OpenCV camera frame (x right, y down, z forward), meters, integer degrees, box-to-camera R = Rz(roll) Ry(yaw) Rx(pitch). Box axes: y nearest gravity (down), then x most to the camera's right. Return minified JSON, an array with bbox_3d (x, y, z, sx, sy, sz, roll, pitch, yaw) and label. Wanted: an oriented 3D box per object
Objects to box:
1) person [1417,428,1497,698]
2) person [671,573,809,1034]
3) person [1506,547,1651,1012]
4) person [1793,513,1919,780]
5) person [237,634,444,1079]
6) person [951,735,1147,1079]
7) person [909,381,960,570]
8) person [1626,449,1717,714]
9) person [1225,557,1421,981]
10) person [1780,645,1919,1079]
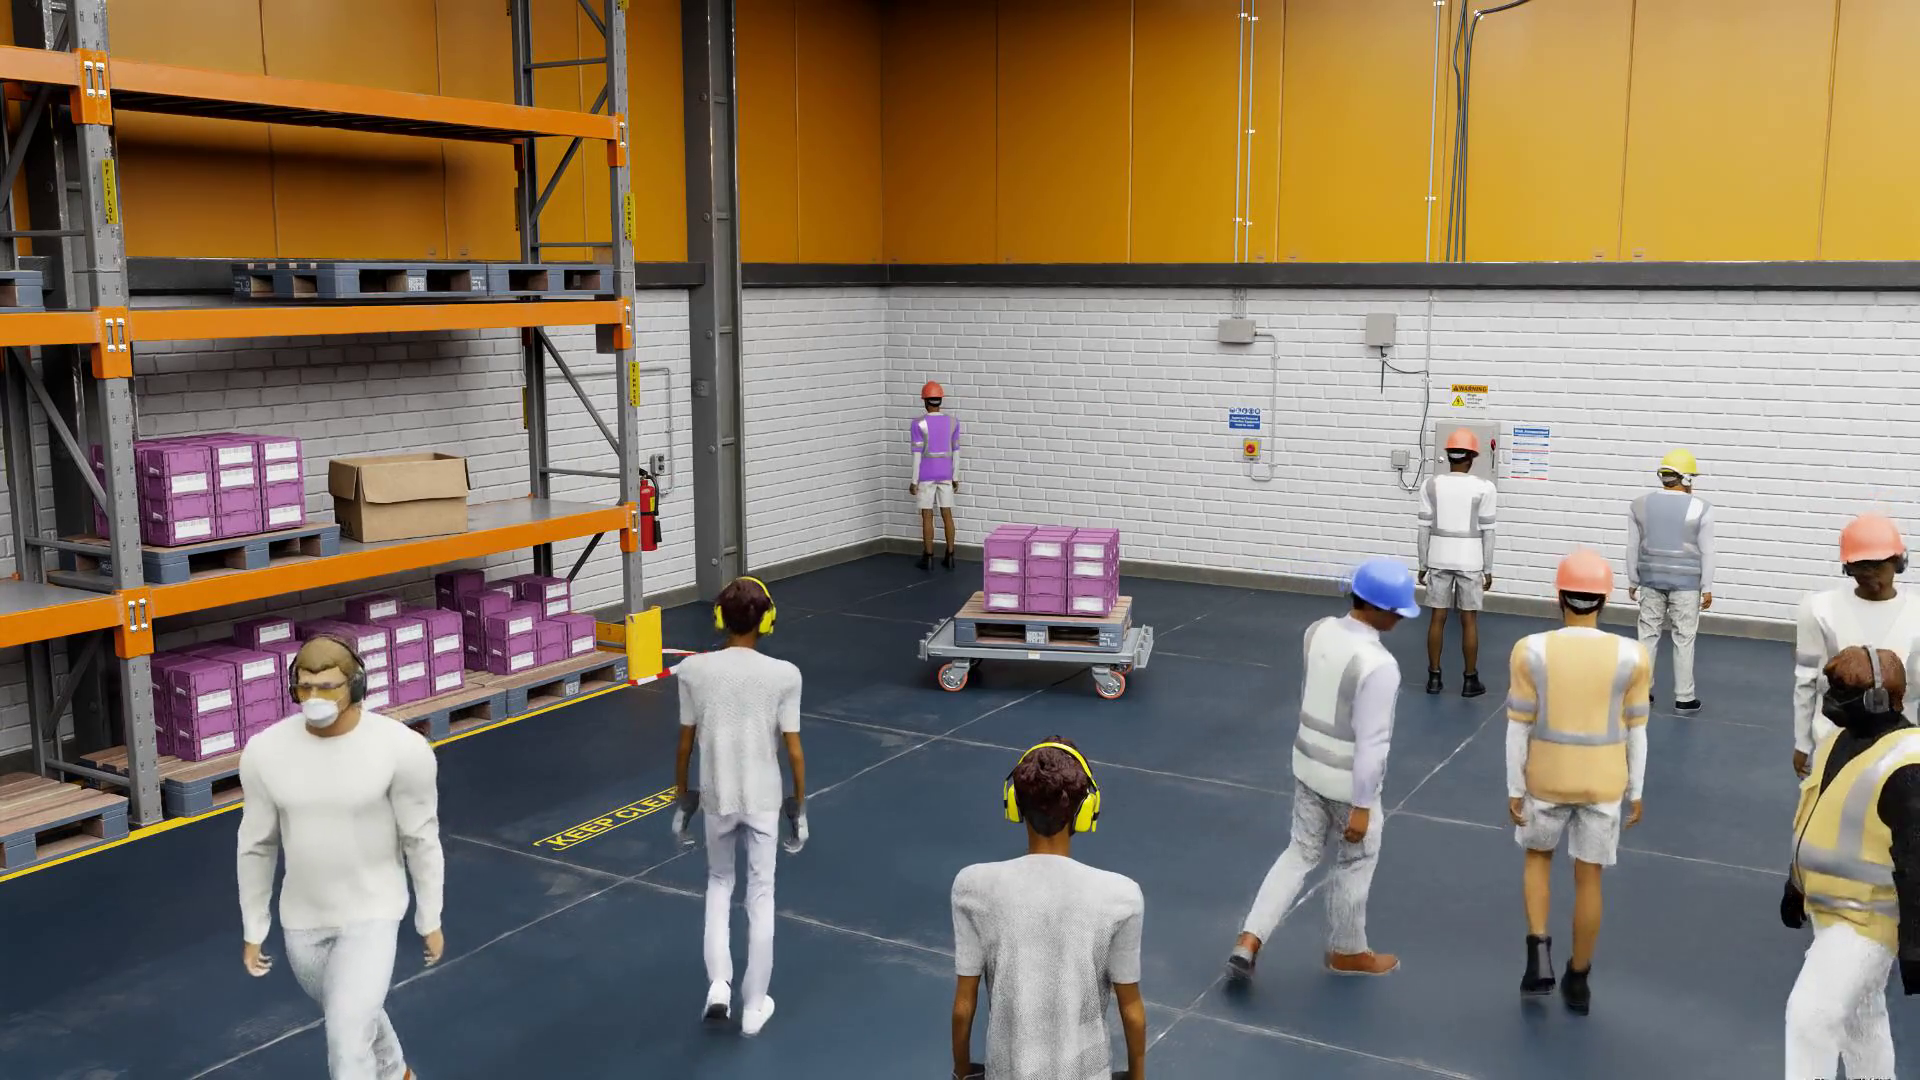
[{"bbox_3d":[3.566,0.164,11.952,0.545,1.927,0.387,5,10,28],"label":"person"},{"bbox_3d":[-0.870,1.053,6.627,0.557,1.851,0.407,1,9,3],"label":"person"},{"bbox_3d":[2.531,0.986,6.851,0.559,1.923,0.408,3,10,19],"label":"person"},{"bbox_3d":[4.035,0.859,7.417,0.624,2.012,0.875,4,10,23],"label":"person"},{"bbox_3d":[-2.019,1.220,5.471,0.640,1.896,1.026,1,9,5],"label":"person"},{"bbox_3d":[0.229,1.419,4.293,0.531,1.870,0.317,1,9,8],"label":"person"},{"bbox_3d":[-0.273,-0.661,17.075,0.552,1.932,0.377,-4,10,-25],"label":"person"},{"bbox_3d":[4.923,0.286,11.513,0.586,1.824,0.404,8,12,40],"label":"person"},{"bbox_3d":[1.516,0.988,6.947,0.800,1.891,0.672,-4,10,-21],"label":"person"},{"bbox_3d":[2.885,1.244,5.566,0.752,1.811,0.656,1,9,7],"label":"person"}]
